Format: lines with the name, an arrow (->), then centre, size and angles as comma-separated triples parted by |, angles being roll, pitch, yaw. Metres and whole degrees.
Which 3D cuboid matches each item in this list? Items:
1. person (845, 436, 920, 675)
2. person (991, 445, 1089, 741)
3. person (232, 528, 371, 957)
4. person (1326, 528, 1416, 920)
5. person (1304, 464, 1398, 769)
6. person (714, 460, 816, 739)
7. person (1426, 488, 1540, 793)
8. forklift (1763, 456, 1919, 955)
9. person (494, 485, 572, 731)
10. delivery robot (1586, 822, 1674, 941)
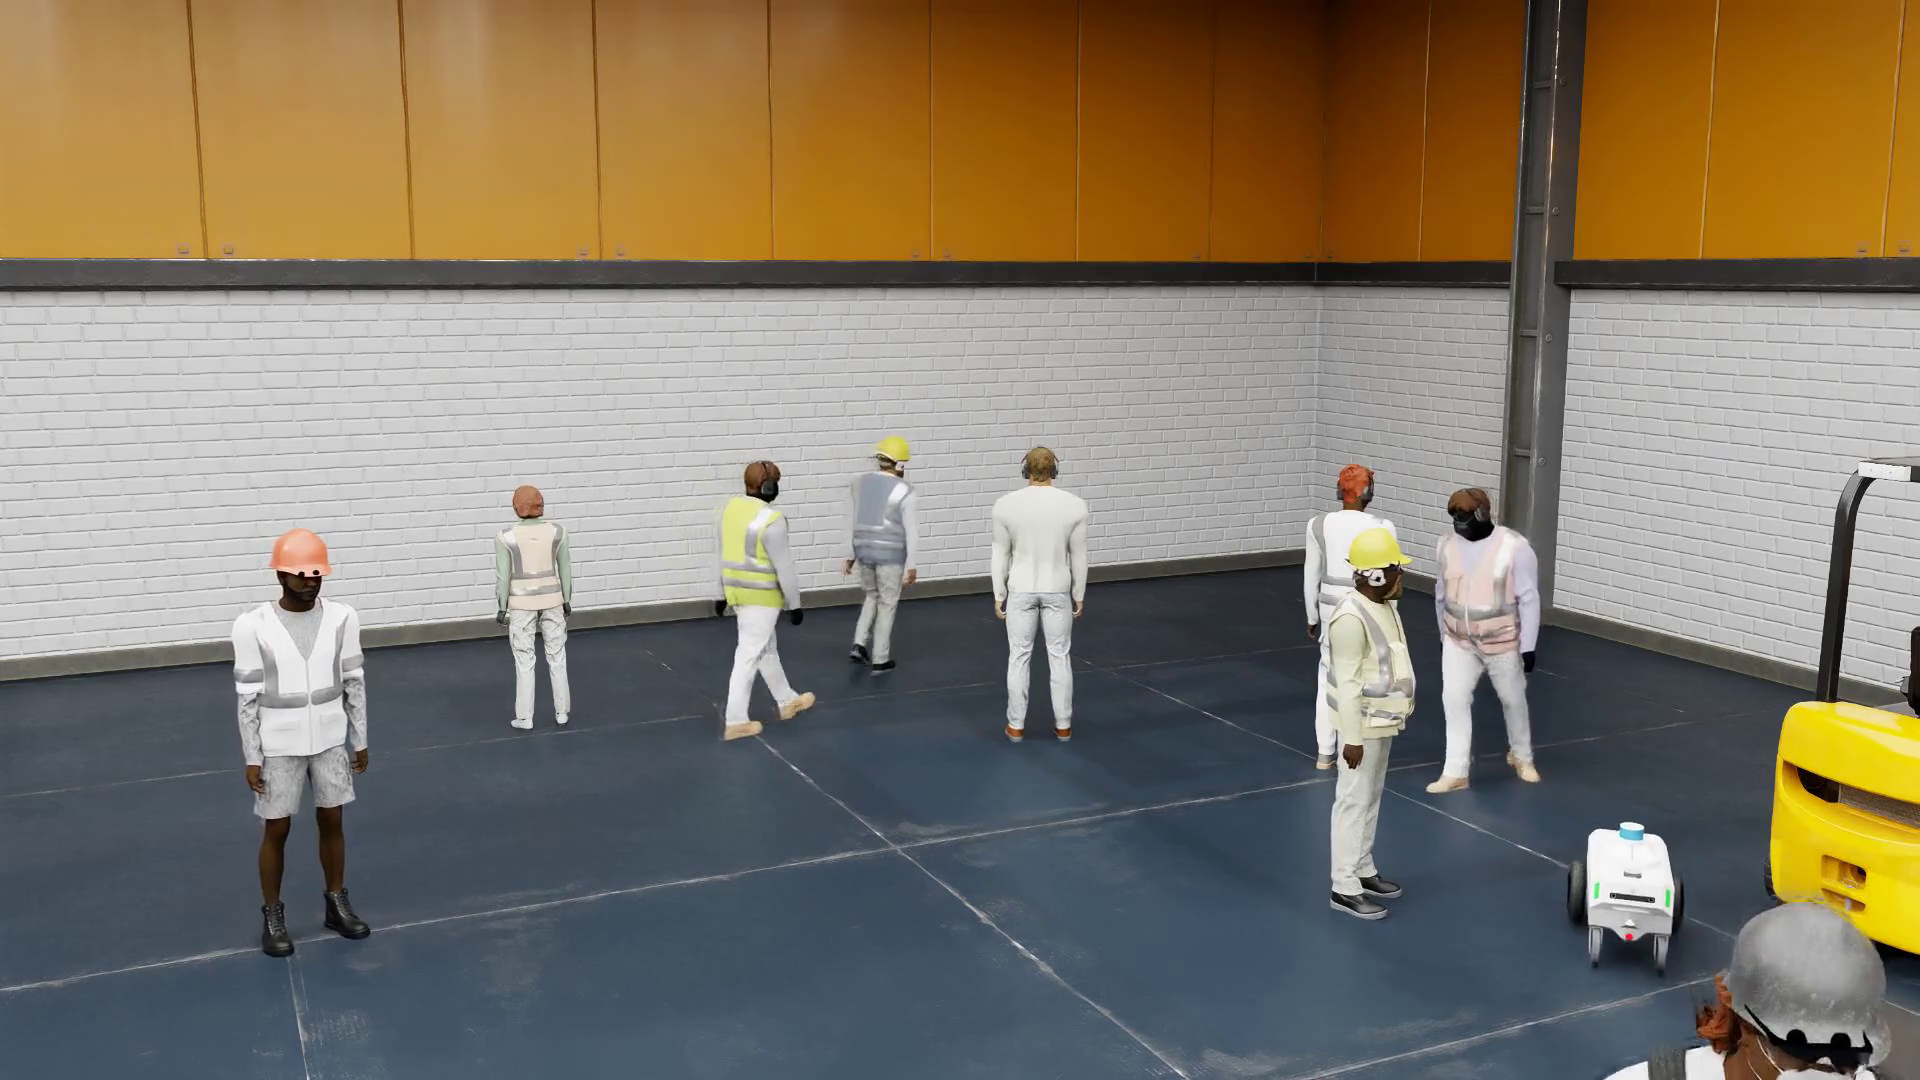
person -> -0.561, 0.113, 12.597 | 0.609, 1.805, 0.462 | 6, 11, 33
person -> 0.516, 0.349, 10.762 | 0.629, 1.931, 0.368 | 0, 9, 0
person -> -2.909, 0.896, 7.401 | 0.558, 1.924, 0.427 | -7, 12, -37
person -> 1.948, 0.854, 7.898 | 0.404, 1.836, 0.600 | 5, 10, 28
person -> 2.370, 0.478, 10.081 | 0.572, 1.887, 0.355 | 6, 11, 32
person -> -1.235, 0.374, 10.978 | 0.909, 1.802, 0.651 | -8, 12, -40
person -> 3.109, 0.578, 9.780 | 0.666, 1.807, 0.802 | 8, 12, 41
forklift -> 4.857, 0.731, 7.561 | 2.313, 2.155, 1.214 | -4, 10, -25
person -> -2.818, 0.450, 11.022 | 0.514, 1.640, 0.310 | -5, 11, -29
delivery robot -> 3.006, 1.515, 7.474 | 0.477, 0.478, 0.707 | 3, 10, 19
